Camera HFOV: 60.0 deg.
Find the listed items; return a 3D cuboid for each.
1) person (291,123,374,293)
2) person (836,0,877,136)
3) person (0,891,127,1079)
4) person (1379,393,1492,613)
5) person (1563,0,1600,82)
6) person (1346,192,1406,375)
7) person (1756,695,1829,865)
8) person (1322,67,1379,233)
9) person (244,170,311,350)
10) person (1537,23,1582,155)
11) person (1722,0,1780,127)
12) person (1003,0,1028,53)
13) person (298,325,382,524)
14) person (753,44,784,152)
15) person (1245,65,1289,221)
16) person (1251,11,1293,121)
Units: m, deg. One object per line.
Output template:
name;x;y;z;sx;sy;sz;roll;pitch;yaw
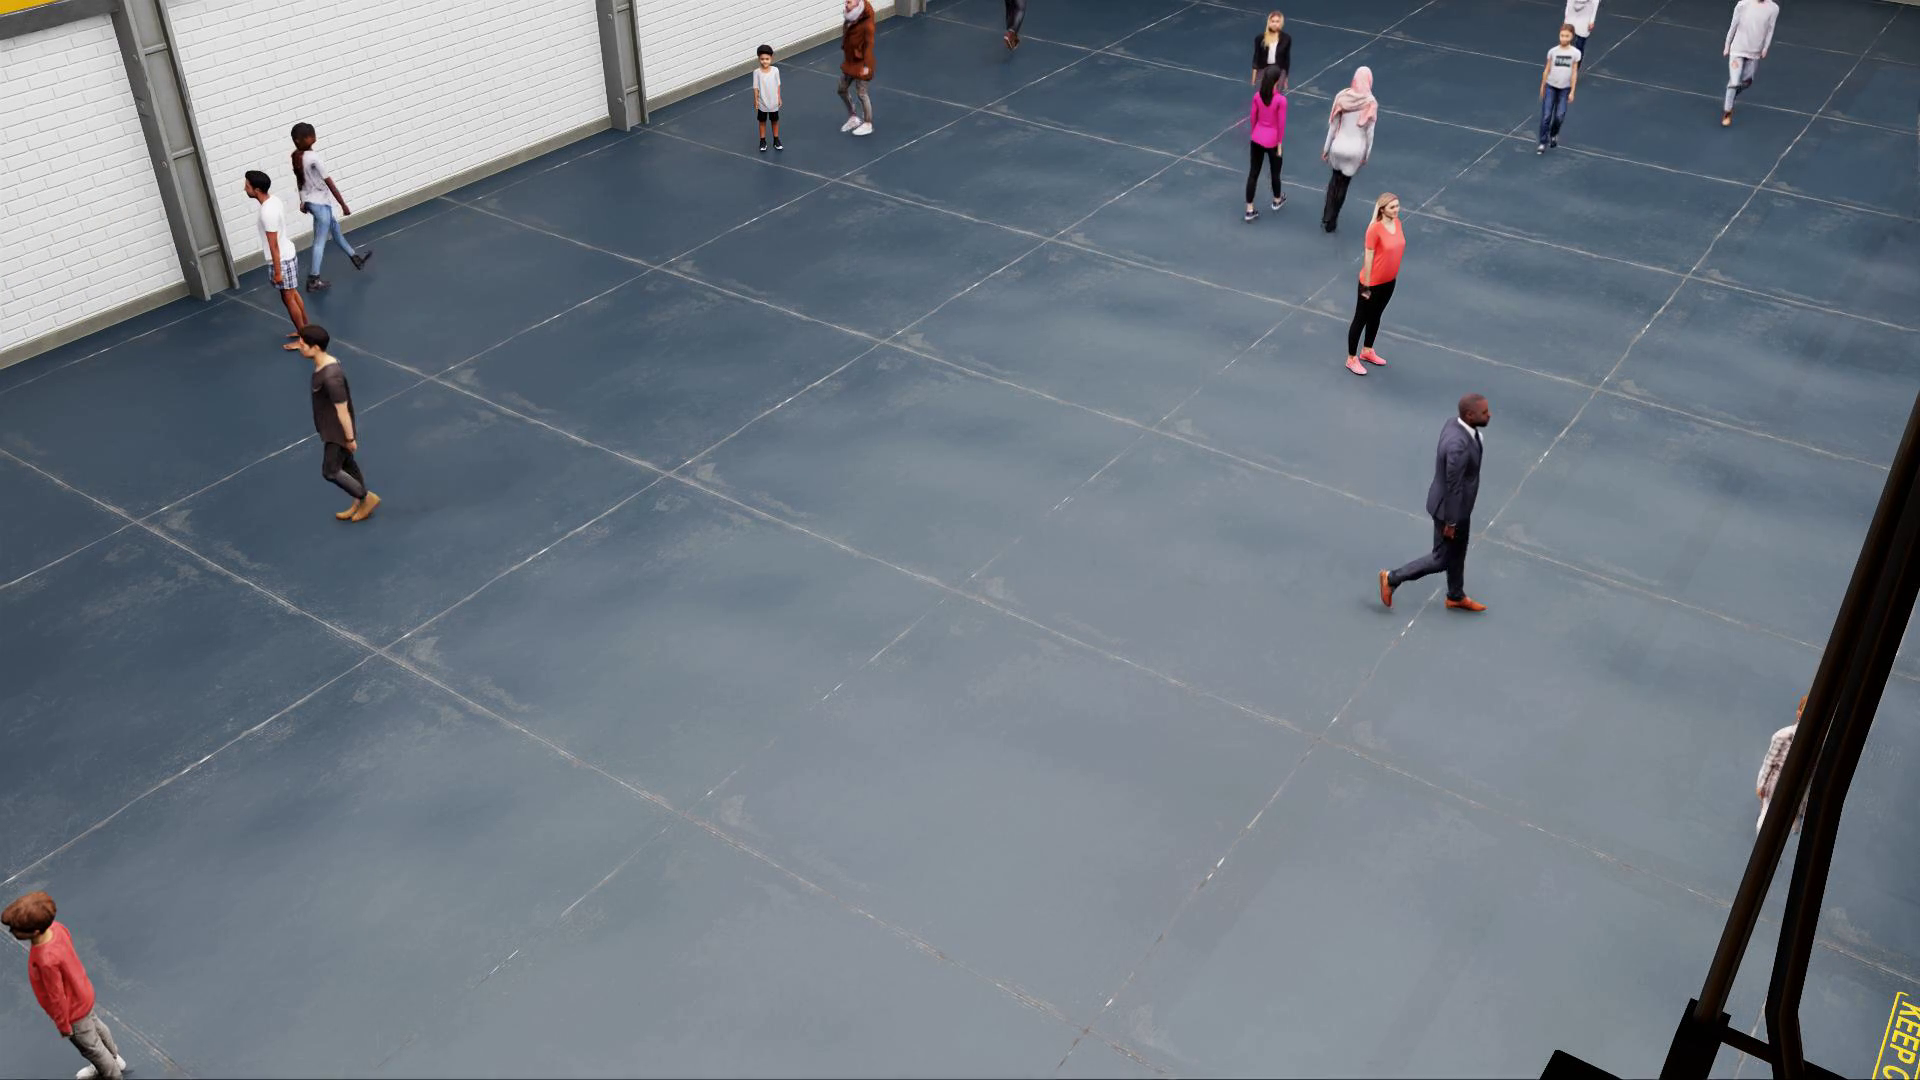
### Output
person;-6.467;-3.282;16.597;0.659;1.680;1.094;24;41;32
person;-1.174;-5.847;20.334;0.746;1.814;0.790;-21;39;-28
person;-4.491;2.311;8.418;0.620;1.417;0.593;-13;36;-19
person;3.458;-0.243;11.913;0.963;1.802;1.071;10;35;14
person;8.257;-6.933;22.015;0.646;1.762;0.615;24;41;32
person;3.801;-2.366;15.206;0.565;1.693;0.710;-23;40;-31
person;4.926;1.404;9.886;0.608;1.304;0.633;9;35;13
person;4.122;-4.104;17.743;0.714;1.780;0.702;11;35;16
person;-6.356;-2.634;15.578;0.731;1.727;0.699;-10;35;-15
person;7.173;-5.432;19.947;0.614;1.550;0.680;13;36;19
person;9.811;-6.141;20.771;0.871;1.819;1.050;9;35;14
person;0.729;-7.686;23.068;0.827;1.850;1.097;11;35;17
person;-4.802;-0.911;13.006;0.776;1.705;0.741;-13;36;-19
person;-2.322;-5.356;20.095;0.567;1.260;0.635;-8;34;-12
person;3.293;-4.304;18.138;0.591;1.676;0.927;23;40;30
person;3.732;-5.551;20.026;0.735;1.661;0.790;3;34;5
